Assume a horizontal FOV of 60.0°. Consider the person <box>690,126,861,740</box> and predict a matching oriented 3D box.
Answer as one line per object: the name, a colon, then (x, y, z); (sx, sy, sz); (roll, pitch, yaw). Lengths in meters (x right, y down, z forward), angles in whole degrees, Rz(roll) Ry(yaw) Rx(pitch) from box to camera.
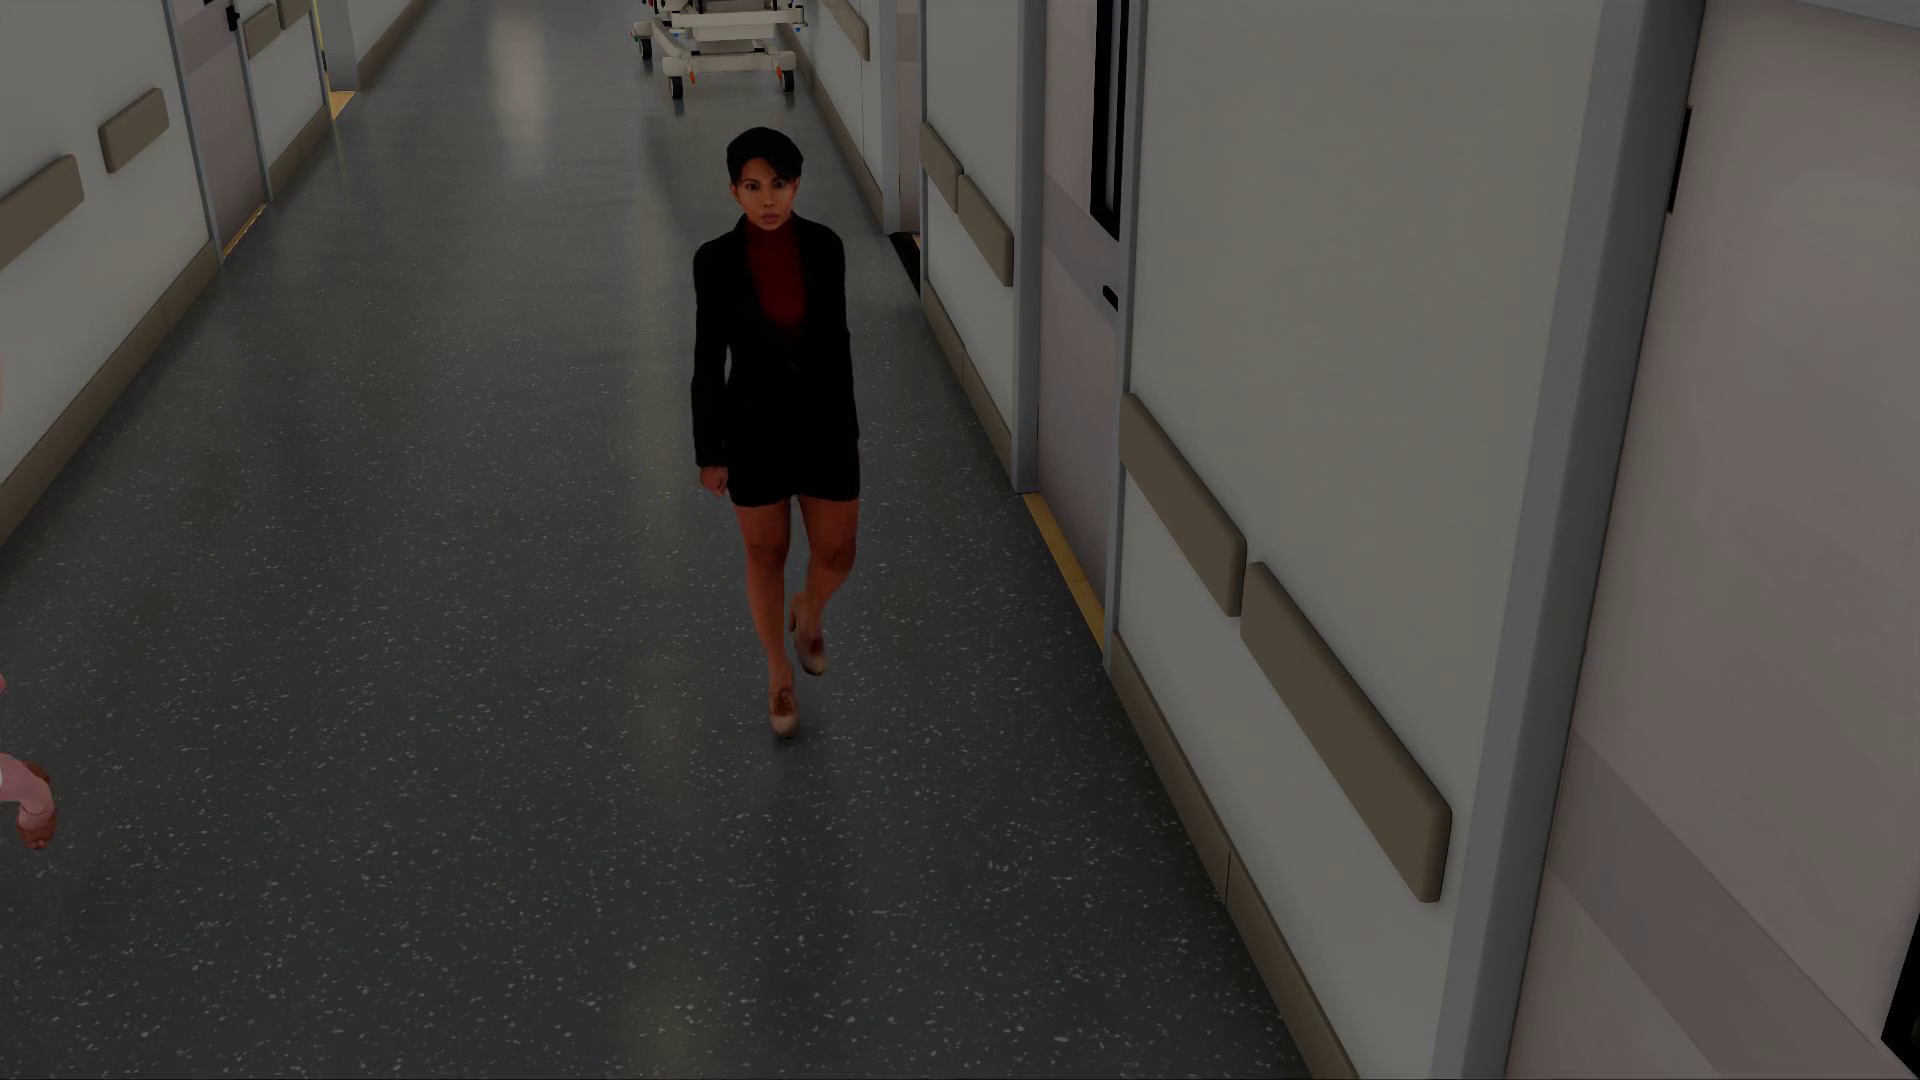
person: (-0.465, -0.255, 4.310); (0.560, 1.628, 0.657); (-6, 26, -13)
